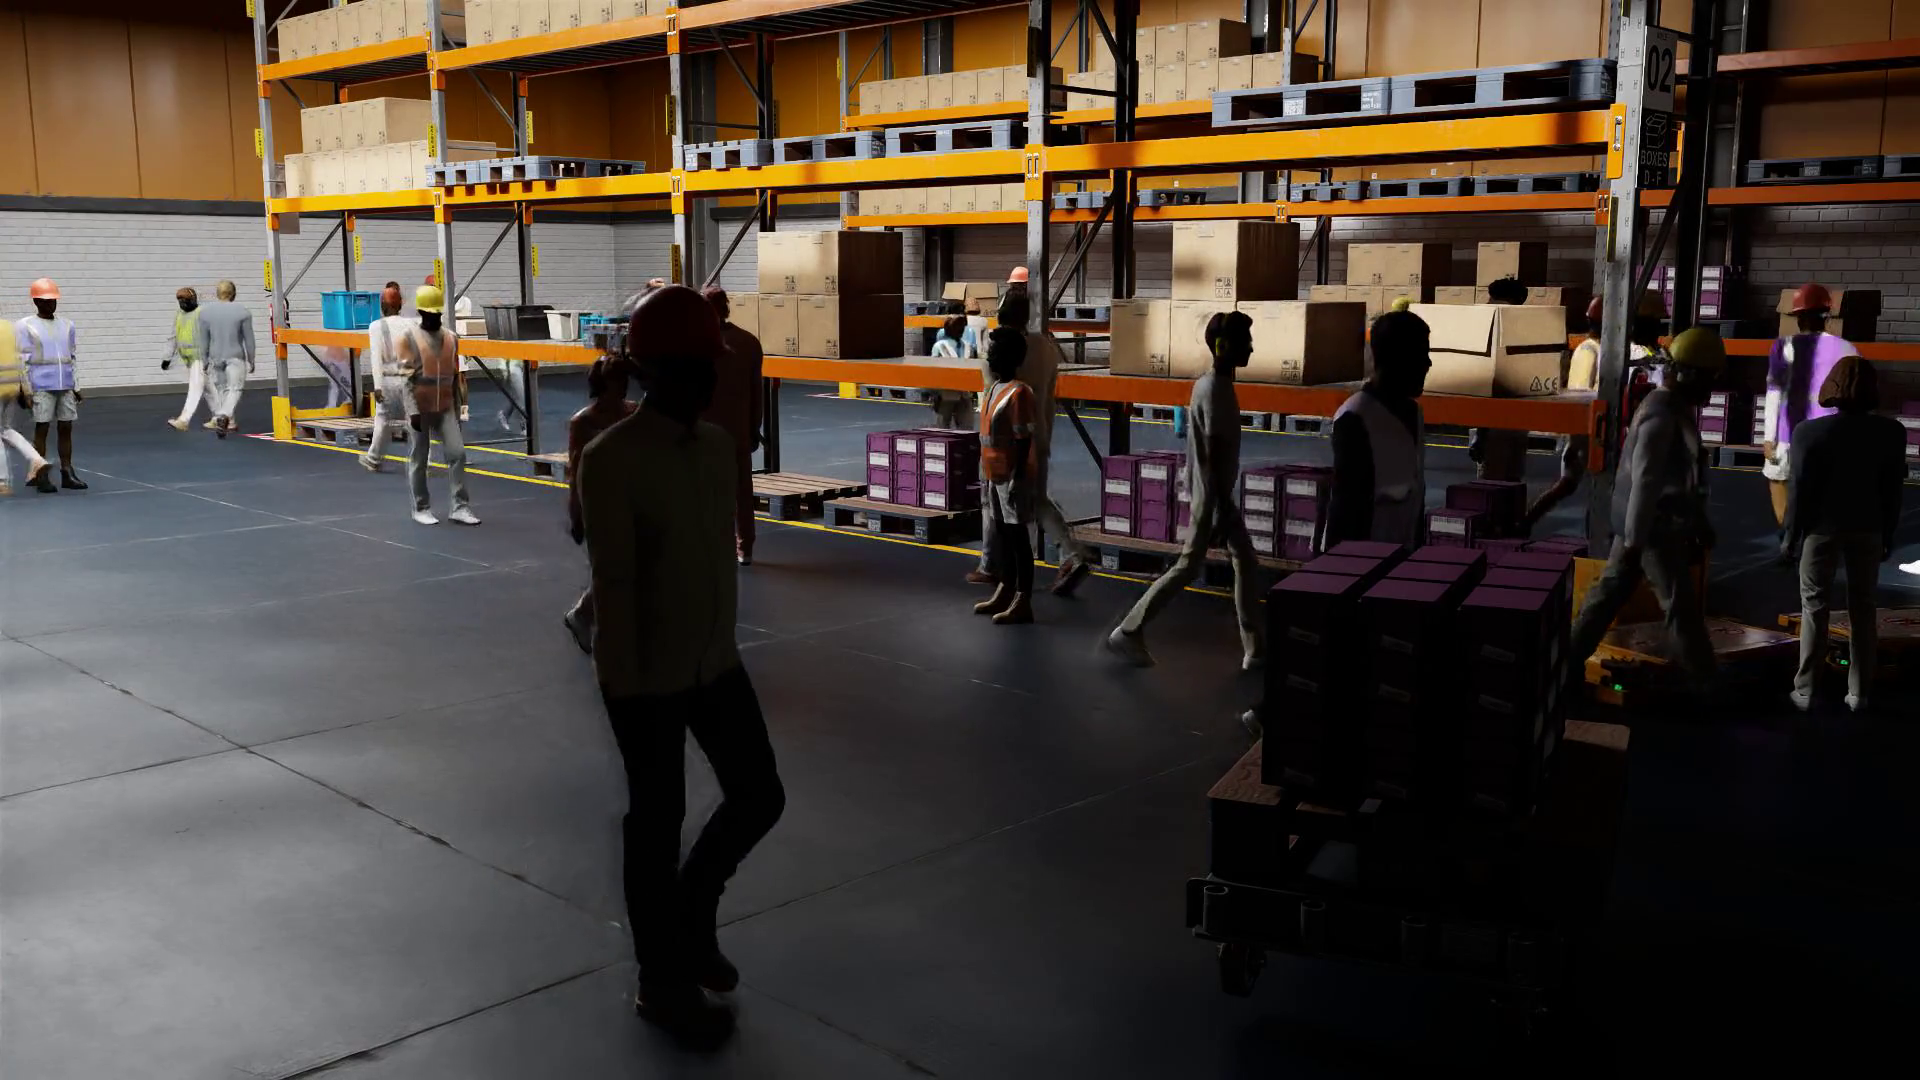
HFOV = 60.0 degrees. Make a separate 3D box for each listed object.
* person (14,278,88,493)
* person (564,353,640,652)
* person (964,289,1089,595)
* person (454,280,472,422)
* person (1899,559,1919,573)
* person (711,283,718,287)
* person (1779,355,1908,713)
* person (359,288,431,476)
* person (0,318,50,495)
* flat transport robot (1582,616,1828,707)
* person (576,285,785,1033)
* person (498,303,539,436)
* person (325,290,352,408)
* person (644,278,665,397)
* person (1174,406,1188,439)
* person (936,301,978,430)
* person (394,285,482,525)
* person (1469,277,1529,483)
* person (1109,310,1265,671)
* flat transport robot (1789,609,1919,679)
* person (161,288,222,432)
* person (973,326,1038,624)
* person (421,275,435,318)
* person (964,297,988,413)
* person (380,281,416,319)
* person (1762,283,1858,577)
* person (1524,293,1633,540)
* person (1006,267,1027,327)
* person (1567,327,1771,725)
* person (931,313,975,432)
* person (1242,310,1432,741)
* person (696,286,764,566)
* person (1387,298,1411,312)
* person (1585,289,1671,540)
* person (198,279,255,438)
[{"bbox_3d":[-8.238,-1.399,15.105,0.358,1.936,0.552,5,11,29],"label":"person"},{"bbox_3d":[-1.797,-0.153,8.469,0.786,1.610,0.522,6,11,33],"label":"person"},{"bbox_3d":[0.408,-0.602,10.333,0.642,1.910,0.912,-8,12,-42],"label":"person"},{"bbox_3d":[-6.749,-2.564,21.979,0.601,2.036,0.412,-2,9,-9],"label":"person"},{"bbox_3d":[6.564,-0.614,10.680,0.534,1.829,0.873,-3,10,-16],"label":"person"},{"bbox_3d":[-2.958,-2.174,20.127,1.010,1.853,0.646,6,11,32],"label":"person"},{"bbox_3d":[4.006,-0.019,7.575,0.500,1.633,0.282,1,9,5],"label":"person"},{"bbox_3d":[-5.551,-1.544,16.318,1.012,1.823,0.612,8,12,39],"label":"person"},{"bbox_3d":[-8.581,-1.296,14.840,0.548,1.822,0.644,2,9,10],"label":"person"},{"bbox_3d":[3.488,0.572,8.119,1.431,0.197,0.652,-5,10,-27],"label":"flat transport robot"},{"bbox_3d":[-0.730,0.334,4.360,0.438,1.978,0.621,6,11,34],"label":"person"},{"bbox_3d":[-5.416,-2.075,20.229,0.653,1.614,0.501,5,11,29],"label":"person"},{"bbox_3d":[-7.862,-2.305,21.228,0.547,1.743,0.516,9,13,44],"label":"person"},{"bbox_3d":[-3.541,-2.113,19.560,0.410,1.913,0.651,2,9,12],"label":"person"},{"bbox_3d":[2.737,-2.109,19.738,0.575,1.843,0.374,8,12,39],"label":"person"},{"bbox_3d":[-0.082,-1.993,19.613,0.530,1.657,0.863,-8,12,-39],"label":"person"},{"bbox_3d":[-4.088,-1.033,13.015,0.784,1.889,0.590,8,12,41],"label":"person"},{"bbox_3d":[3.565,-0.737,10.960,0.610,1.966,0.363,-9,13,-44],"label":"person"},{"bbox_3d":[1.211,-0.230,8.310,0.953,1.822,0.534,3,10,17],"label":"person"},{"bbox_3d":[4.901,0.507,8.515,1.431,0.197,0.652,-2,10,-15],"label":"flat transport robot"},{"bbox_3d":[-9.612,-2.252,20.792,0.652,1.779,0.965,5,10,28],"label":"person"},{"bbox_3d":[0.272,-0.371,9.536,0.320,1.698,0.531,-3,10,-17],"label":"person"},{"bbox_3d":[-8.659,-3.394,27.379,0.385,1.929,0.540,2,9,11],"label":"person"},{"bbox_3d":[0.170,-2.581,23.310,0.493,1.625,0.283,-5,10,-27],"label":"person"},{"bbox_3d":[-9.191,-3.307,27.166,0.667,1.816,0.444,2,10,13],"label":"person"},{"bbox_3d":[5.550,-0.712,10.909,0.552,1.922,0.409,2,10,14],"label":"person"},{"bbox_3d":[4.154,-0.722,11.160,0.981,1.877,0.565,4,10,21],"label":"person"},{"bbox_3d":[0.722,-2.204,19.719,0.371,2.044,0.608,-5,11,-29],"label":"person"},{"bbox_3d":[3.148,-0.066,7.490,0.944,1.771,0.648,4,10,22],"label":"person"},{"bbox_3d":[-0.107,-1.356,15.848,0.524,1.618,0.684,-7,12,-38],"label":"person"},{"bbox_3d":[1.560,0.049,6.438,0.974,1.879,0.599,6,11,34],"label":"person"},{"bbox_3d":[-1.644,-0.754,11.256,0.642,1.906,0.410,-5,10,-27],"label":"person"},{"bbox_3d":[4.382,-1.581,16.835,0.592,1.723,0.507,3,10,17],"label":"person"},{"bbox_3d":[4.435,-0.670,10.810,0.598,1.882,0.966,-3,10,-20],"label":"person"},{"bbox_3d":[-8.808,-2.167,19.957,0.638,1.907,0.891,0,9,-1],"label":"person"}]
